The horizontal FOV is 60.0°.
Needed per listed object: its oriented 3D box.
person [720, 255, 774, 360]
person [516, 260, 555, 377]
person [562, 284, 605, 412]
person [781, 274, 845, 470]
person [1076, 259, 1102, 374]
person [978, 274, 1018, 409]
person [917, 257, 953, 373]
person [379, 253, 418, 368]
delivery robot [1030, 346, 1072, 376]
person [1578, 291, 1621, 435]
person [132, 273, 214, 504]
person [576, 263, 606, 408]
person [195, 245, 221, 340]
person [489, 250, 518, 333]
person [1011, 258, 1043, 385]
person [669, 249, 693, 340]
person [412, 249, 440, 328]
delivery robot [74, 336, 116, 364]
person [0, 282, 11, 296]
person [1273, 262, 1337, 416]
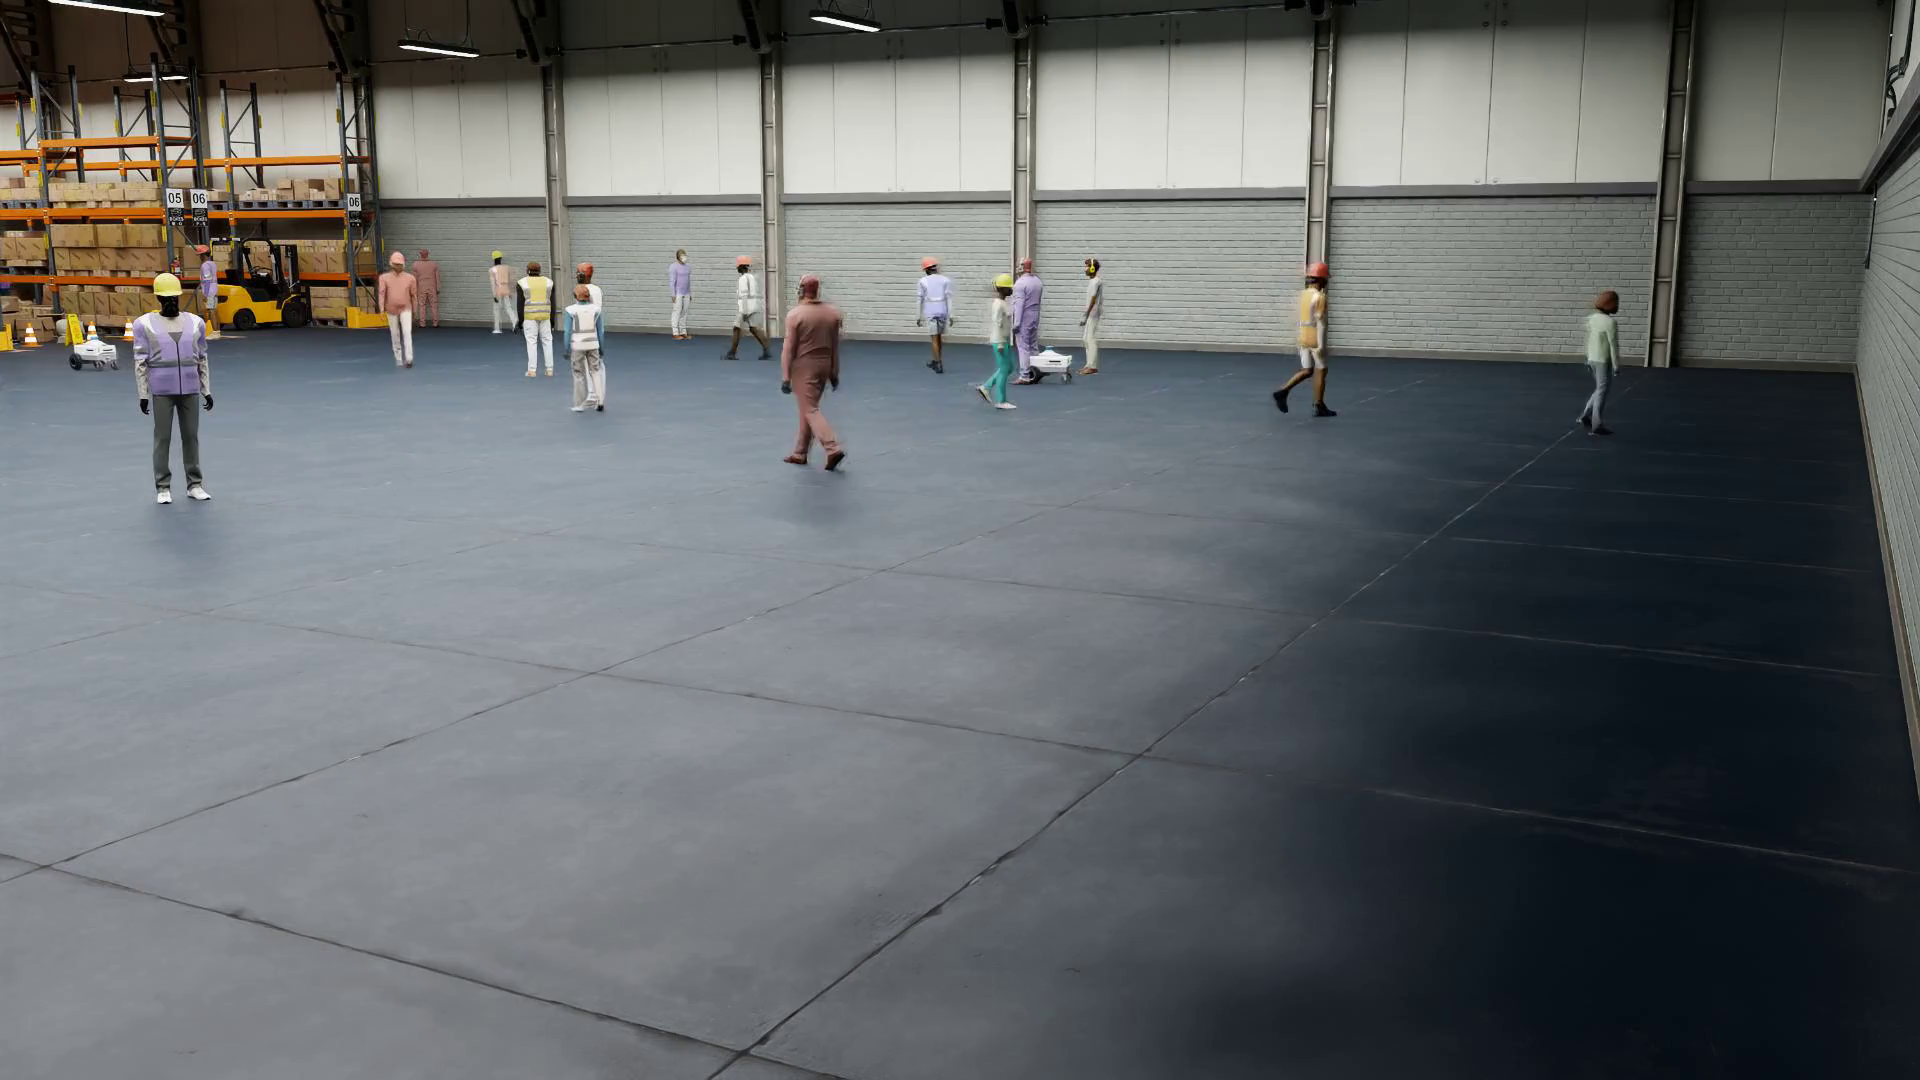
[{"bbox_3d":[-3.822,-4.166,29.873,0.958,1.897,0.558,3,11,14],"label":"person"},{"bbox_3d":[-6.751,-3.519,26.476,0.624,1.844,0.430,-6,12,-31],"label":"person"},{"bbox_3d":[-4.774,-2.428,21.101,0.520,1.638,0.372,-7,13,-35],"label":"person"},{"bbox_3d":[-1.412,-1.618,16.029,0.924,1.875,0.650,9,14,40],"label":"person"},{"bbox_3d":[2.103,-3.608,26.915,0.387,1.867,0.530,0,10,-2],"label":"person"},{"bbox_3d":[0.512,-2.558,21.473,0.446,1.749,0.539,2,11,10],"label":"person"},{"bbox_3d":[-0.421,-3.699,27.332,0.572,1.875,0.970,-4,11,-19],"label":"person"},{"bbox_3d":[-9.539,-3.892,28.261,0.619,1.944,1.016,-3,11,-17],"label":"person"},{"bbox_3d":[1.342,-2.696,25.245,0.707,0.478,0.477,2,11,10],"label":"delivery robot"},{"bbox_3d":[7.238,-1.981,18.673,0.335,1.621,0.534,-1,10,-7],"label":"person"},{"bbox_3d":[-6.590,-1.270,13.979,0.593,1.924,0.384,-10,14,-42],"label":"person"},{"bbox_3d":[-4.827,-2.656,21.663,0.358,1.882,0.574,2,11,13],"label":"person"},{"bbox_3d":[-16.131,-5.302,35.679,0.390,2.034,0.605,-1,10,-8],"label":"person"},{"bbox_3d":[-10.423,-5.645,37.919,0.581,1.905,0.841,-10,14,-43],"label":"person"},{"bbox_3d":[0.972,-3.285,25.031,0.403,1.904,0.652,7,12,33],"label":"person"},{"bbox_3d":[-6.021,-5.300,35.926,0.371,1.939,0.629,6,12,30],"label":"person"},{"bbox_3d":[-12.896,-6.068,40.191,0.641,1.912,0.408,-4,11,-23],"label":"person"},{"bbox_3d":[-14.410,-3.147,27.705,0.707,0.478,0.477,6,12,29],"label":"delivery robot"},{"bbox_3d":[-23.995,-6.266,41.499,0.647,1.821,0.589,5,11,24],"label":"person"},{"bbox_3d":[4.301,-2.463,20.532,0.744,1.918,0.549,-3,11,-17],"label":"person"}]
